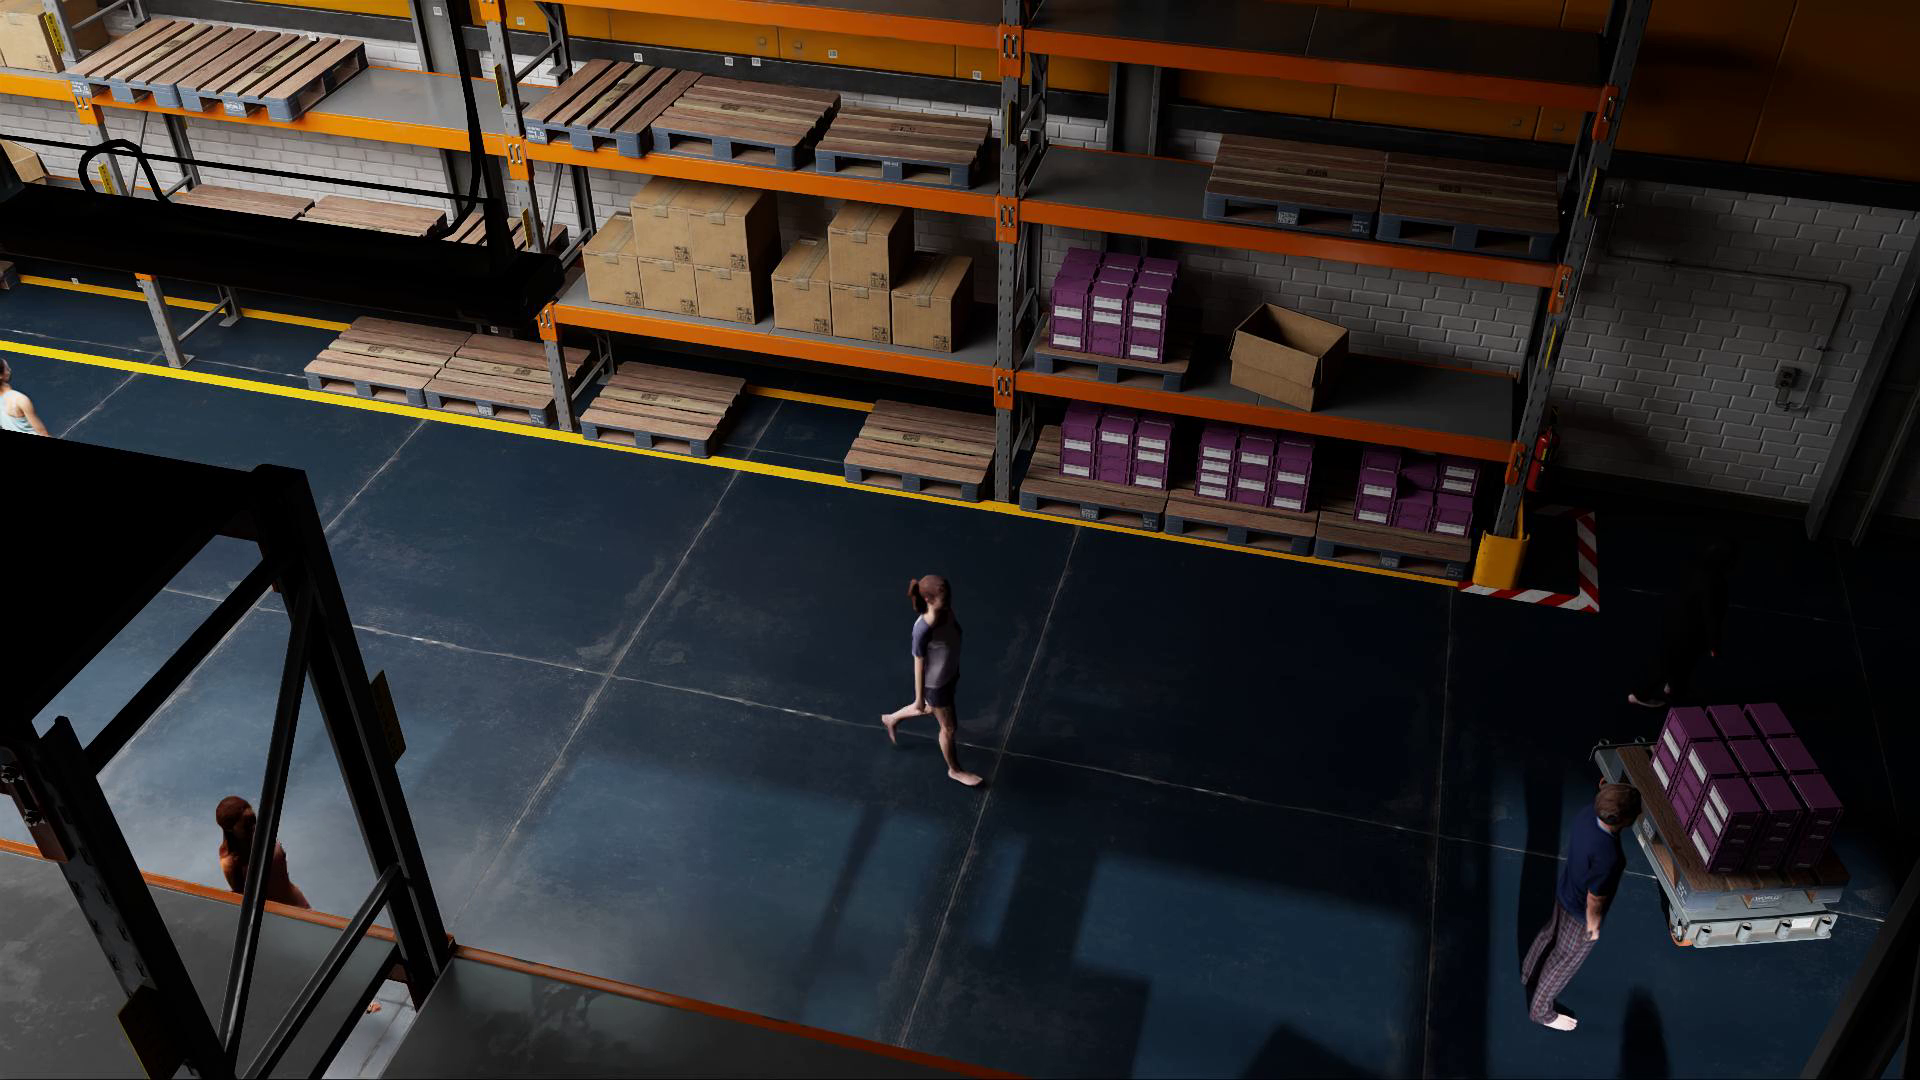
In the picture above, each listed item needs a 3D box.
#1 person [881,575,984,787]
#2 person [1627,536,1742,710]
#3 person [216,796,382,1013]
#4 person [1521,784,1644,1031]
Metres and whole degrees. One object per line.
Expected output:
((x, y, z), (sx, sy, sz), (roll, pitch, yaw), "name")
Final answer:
((-0.217, 0.892, 11.086), (1.059, 1.744, 0.687), (17, 42, 20), "person")
((4.963, 0.601, 11.572), (0.732, 1.593, 0.637), (7, 39, 8), "person")
((-4.048, 2.097, 9.545), (1.187, 1.784, 0.709), (15, 41, 18), "person")
((3.547, 2.072, 9.507), (0.570, 1.871, 0.679), (4, 39, 6), "person")
